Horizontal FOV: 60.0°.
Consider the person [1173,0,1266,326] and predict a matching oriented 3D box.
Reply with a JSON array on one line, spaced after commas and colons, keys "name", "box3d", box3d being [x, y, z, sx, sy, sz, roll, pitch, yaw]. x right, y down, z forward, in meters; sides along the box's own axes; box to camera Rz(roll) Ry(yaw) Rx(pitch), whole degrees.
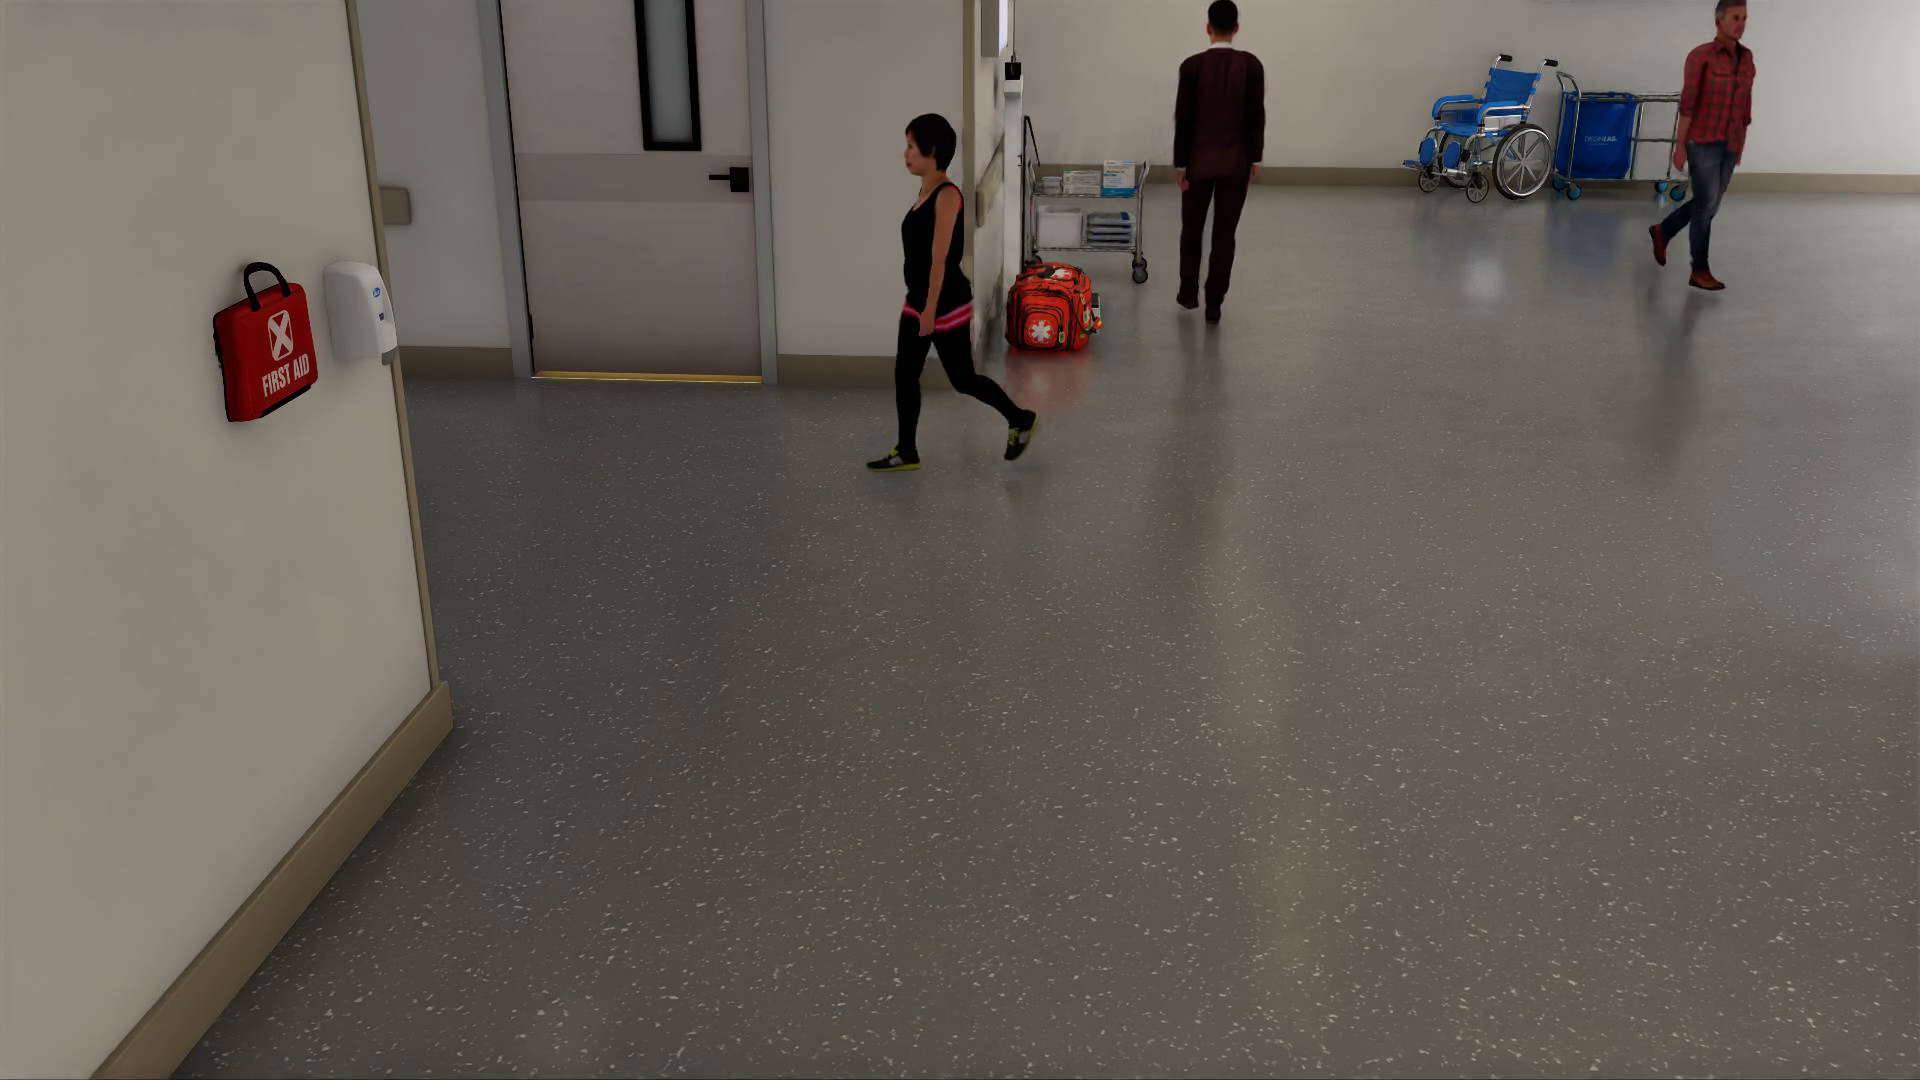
[{"name": "person", "box3d": [1.507, -2.171, 9.699, 0.700, 1.844, 0.834, 3, 21, 9]}]

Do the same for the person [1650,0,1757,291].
[{"name": "person", "box3d": [4.825, -2.577, 10.822, 0.980, 1.807, 1.222, -7, 22, -17]}]

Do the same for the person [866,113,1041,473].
[{"name": "person", "box3d": [-0.018, -1.013, 7.092, 0.902, 1.524, 1.019, -8, 22, -21]}]
